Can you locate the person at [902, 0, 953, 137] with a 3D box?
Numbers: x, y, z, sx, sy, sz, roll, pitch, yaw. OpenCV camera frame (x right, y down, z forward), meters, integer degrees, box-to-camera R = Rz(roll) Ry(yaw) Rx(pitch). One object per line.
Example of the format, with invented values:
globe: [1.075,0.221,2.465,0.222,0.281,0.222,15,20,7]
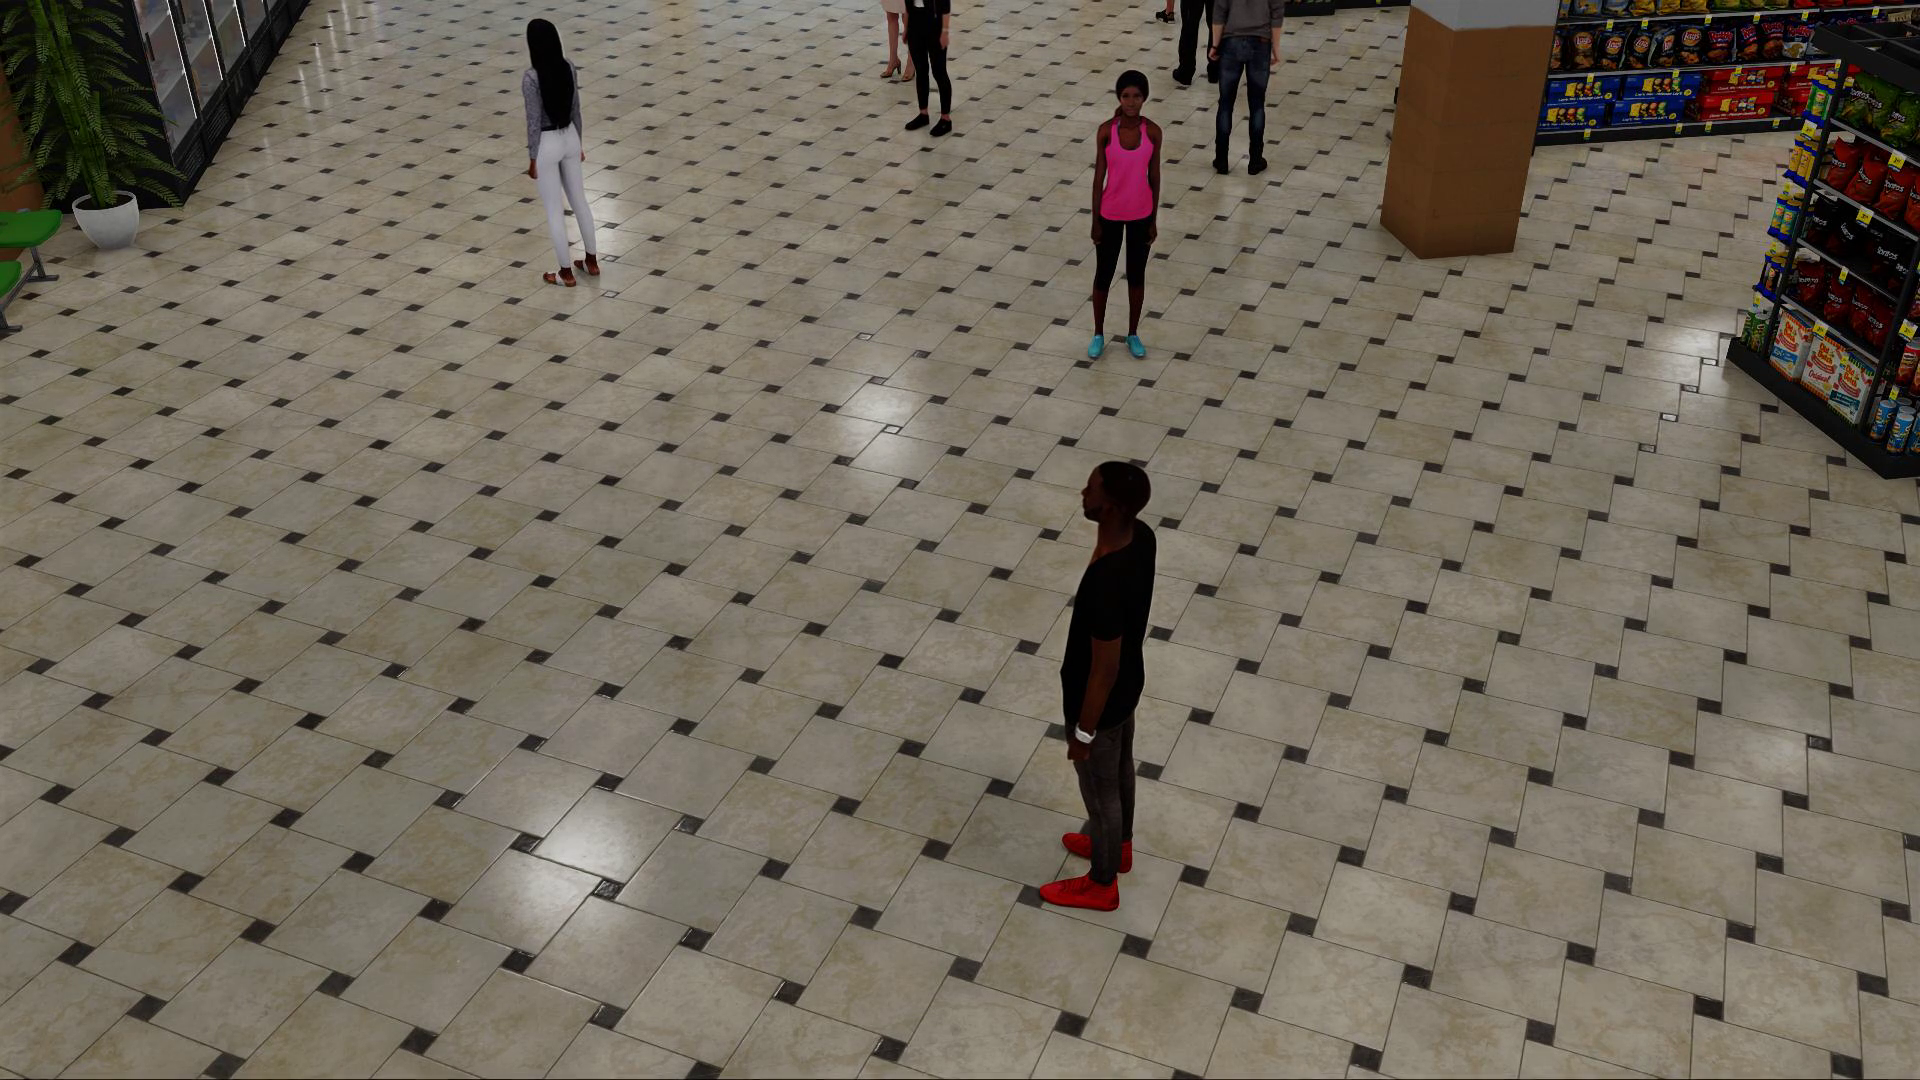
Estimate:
person: [-0.244,-4.136,13.372,0.683,1.707,0.728,24,39,33]

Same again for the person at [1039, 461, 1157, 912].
person: [0.516,0.521,5.795,0.705,1.806,0.717,11,33,16]

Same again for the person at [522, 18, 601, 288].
person: [-2.603,-2.496,10.721,0.728,1.724,0.661,22,38,31]

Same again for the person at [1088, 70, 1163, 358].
person: [0.968,-1.904,9.770,0.528,1.724,0.641,-1,32,-1]

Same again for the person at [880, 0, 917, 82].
person: [-0.537,-4.928,14.619,0.685,1.735,0.749,19,37,28]

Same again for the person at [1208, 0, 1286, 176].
person: [2.146,-3.702,12.488,0.667,1.905,0.831,7,33,11]

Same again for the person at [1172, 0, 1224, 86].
person: [2.135,-4.914,14.499,0.493,1.838,0.778,-4,32,-7]
